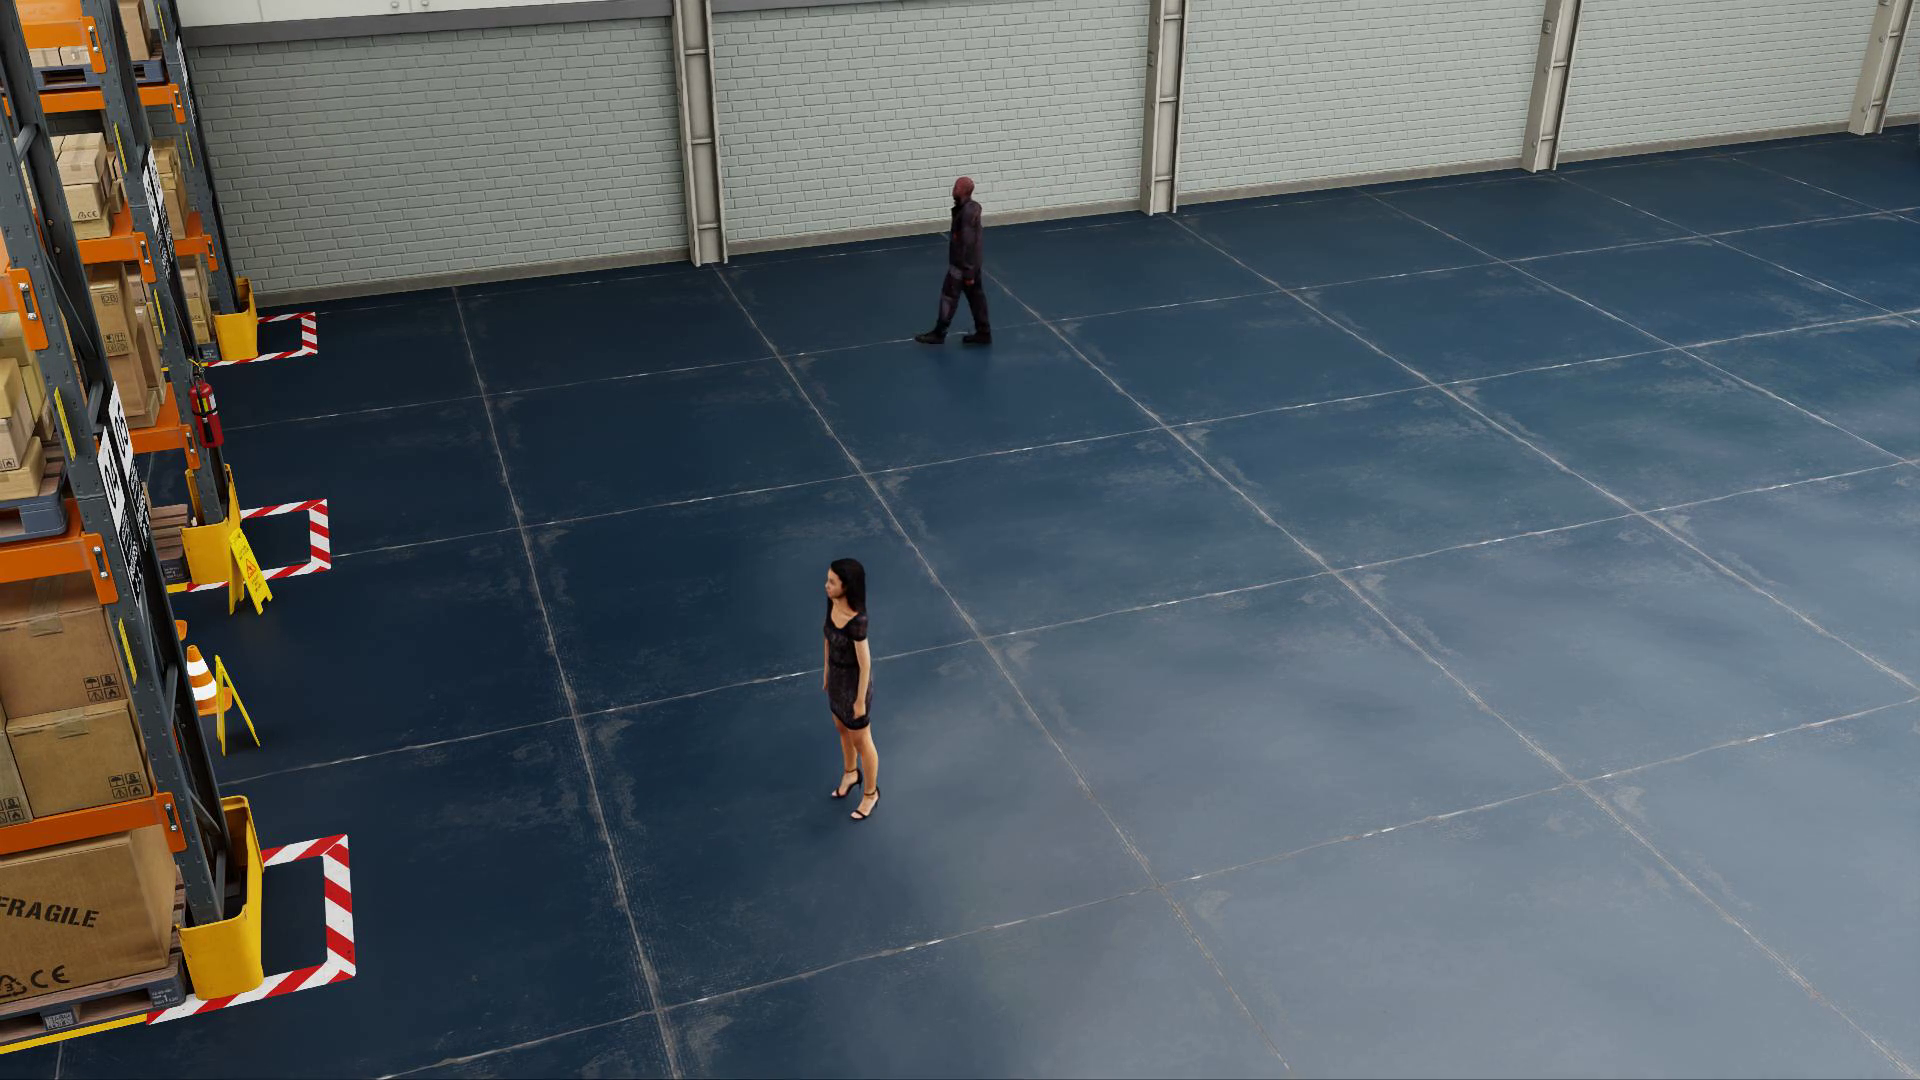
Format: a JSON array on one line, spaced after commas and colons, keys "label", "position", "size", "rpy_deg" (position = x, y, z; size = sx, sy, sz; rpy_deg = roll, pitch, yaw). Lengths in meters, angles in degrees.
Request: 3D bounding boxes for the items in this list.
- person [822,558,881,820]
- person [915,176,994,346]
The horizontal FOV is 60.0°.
[{"label": "person", "position": [-0.666, 0.903, 10.159], "size": [0.554, 1.791, 0.640], "rpy_deg": [-16, 32, -27]}, {"label": "person", "position": [0.163, -2.851, 17.198], "size": [1.166, 1.800, 0.994], "rpy_deg": [3, 28, 5]}]
